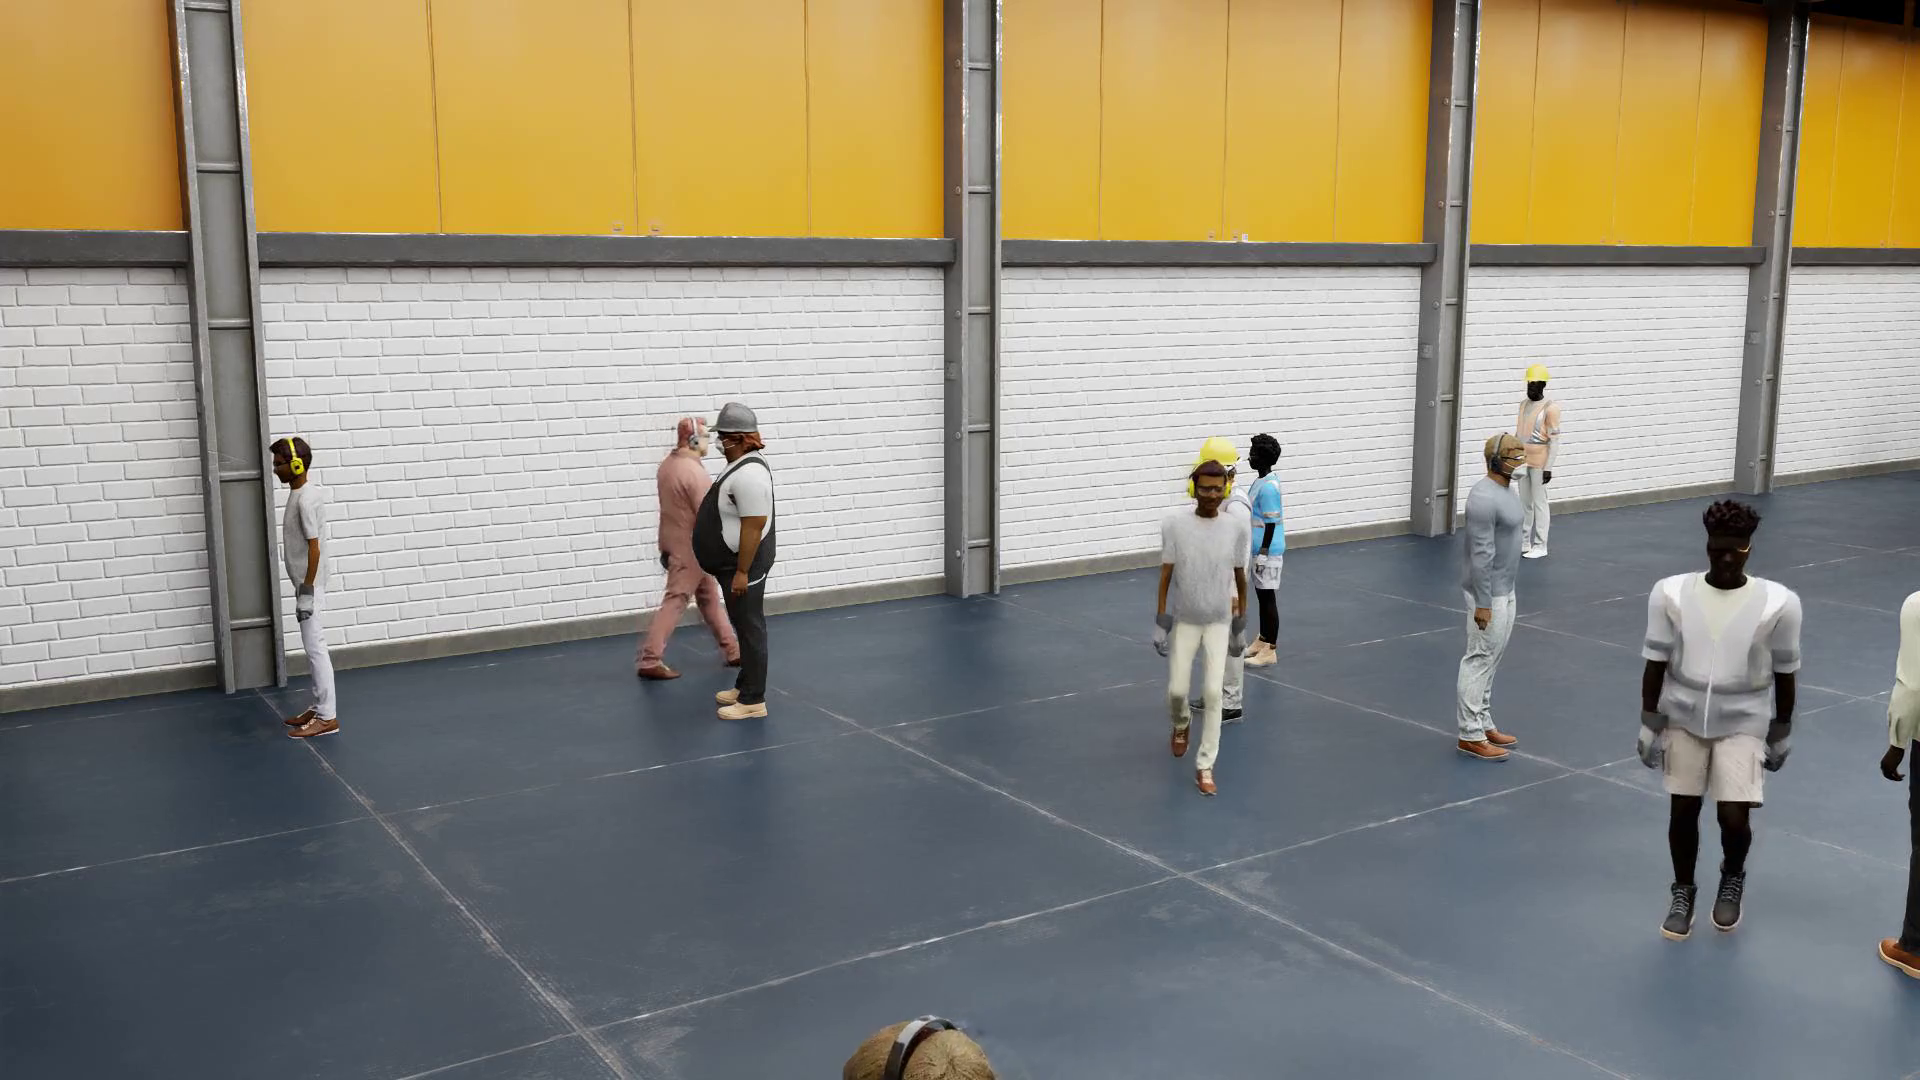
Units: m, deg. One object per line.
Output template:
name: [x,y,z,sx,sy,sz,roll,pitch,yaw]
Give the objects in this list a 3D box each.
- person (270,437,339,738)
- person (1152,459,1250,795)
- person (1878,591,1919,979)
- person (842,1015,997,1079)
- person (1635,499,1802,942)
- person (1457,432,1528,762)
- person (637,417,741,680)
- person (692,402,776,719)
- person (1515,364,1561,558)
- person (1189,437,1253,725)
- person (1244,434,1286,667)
person: [-4.063,0.291,10.292,0.329,1.865,0.516,-4,10,-23]
person: [1.350,0.452,9.342,0.542,1.852,0.672,1,9,3]
person: [4.079,0.814,6.767,0.609,1.986,0.390,1,9,4]
person: [-0.002,1.593,2.400,1.081,1.872,0.647,5,11,30]
person: [3.214,0.781,7.089,0.598,1.950,0.433,7,12,35]
person: [3.160,0.323,9.868,0.356,1.938,0.638,5,11,29]
person: [-1.855,0.054,11.748,1.012,1.848,0.668,-5,11,-26]
person: [-1.457,0.127,10.744,0.535,2.000,0.673,-1,10,-7]
person: [5.702,-0.784,16.565,0.362,1.928,0.593,-3,10,-18]
person: [1.645,0.256,10.590,0.403,1.830,0.599,-1,10,-8]
person: [2.201,0.073,12.102,0.319,1.697,0.533,1,9,4]
